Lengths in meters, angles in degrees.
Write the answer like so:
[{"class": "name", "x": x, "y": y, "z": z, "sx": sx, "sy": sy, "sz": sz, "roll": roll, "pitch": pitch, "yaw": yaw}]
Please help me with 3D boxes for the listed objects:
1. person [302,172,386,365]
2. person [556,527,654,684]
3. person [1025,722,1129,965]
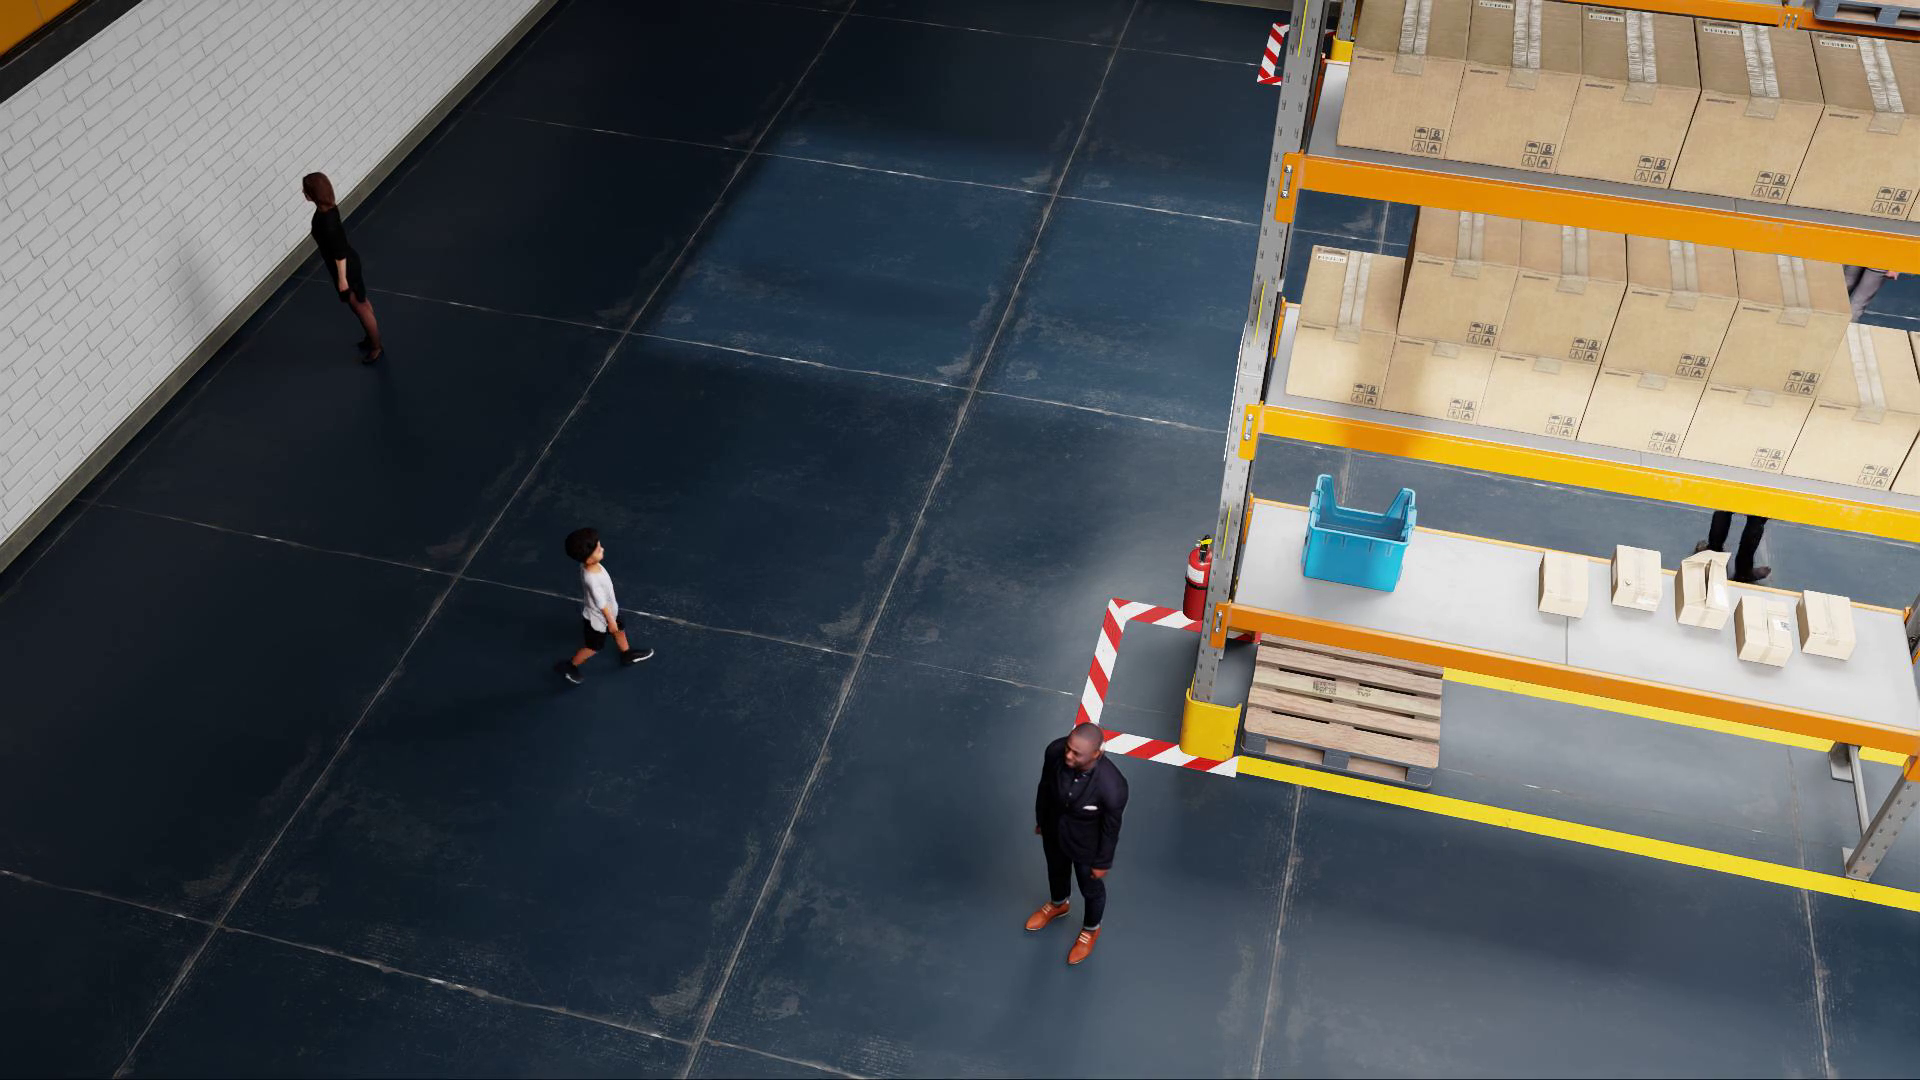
[{"class": "person", "x": -4.848, "y": -2.145, "z": 13.108, "sx": 0.675, "sy": 1.705, "sz": 0.661, "roll": -13, "pitch": 45, "yaw": -13}, {"class": "person", "x": -2.385, "y": 0.447, "z": 10.723, "sx": 0.917, "sy": 1.242, "sz": 0.747, "roll": -11, "pitch": 45, "yaw": -11}, {"class": "person", "x": 0.645, "y": 1.614, "z": 9.080, "sx": 0.718, "sy": 1.819, "sz": 0.845, "roll": 33, "pitch": 53, "yaw": 30}]
